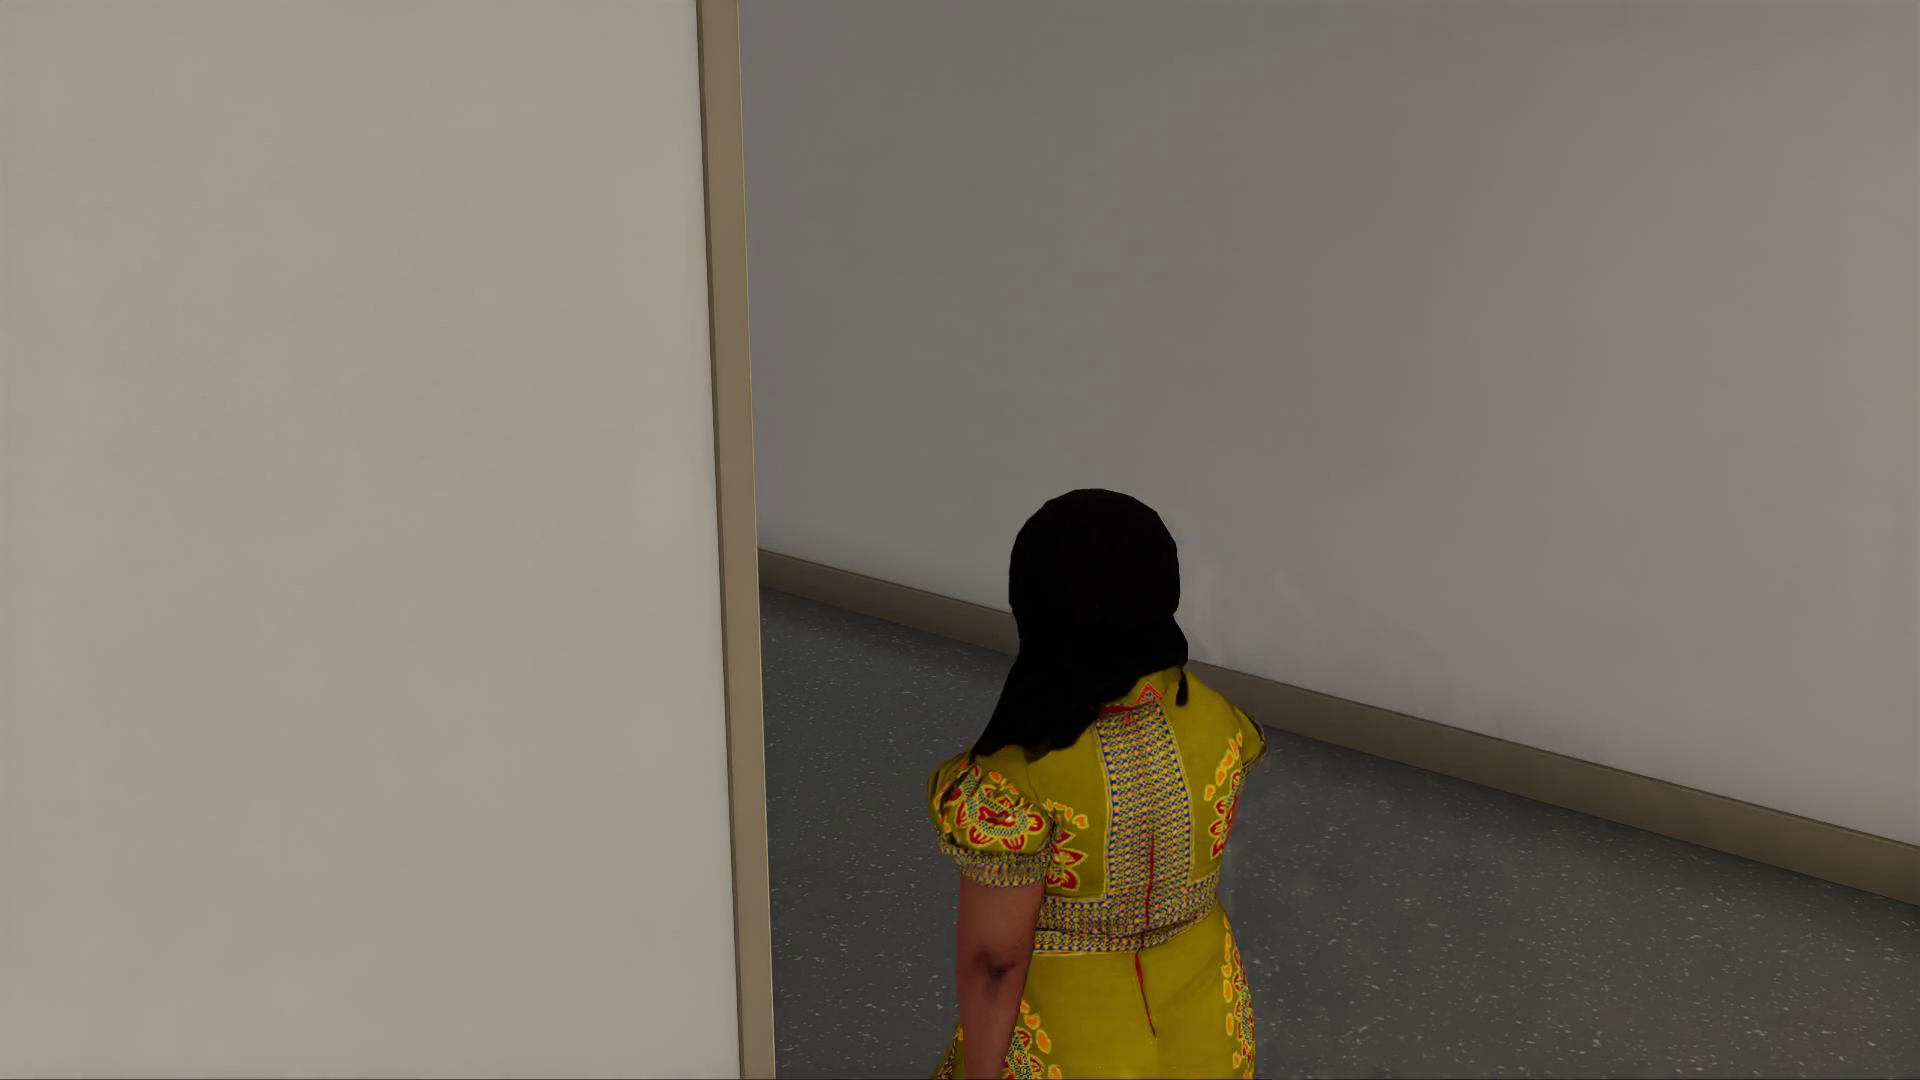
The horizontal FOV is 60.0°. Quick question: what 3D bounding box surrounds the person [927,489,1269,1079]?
[{"bbox_3d":[0.239,0.759,2.245,0.928,1.646,0.990,-9,18,-29],"label":"person"}]
